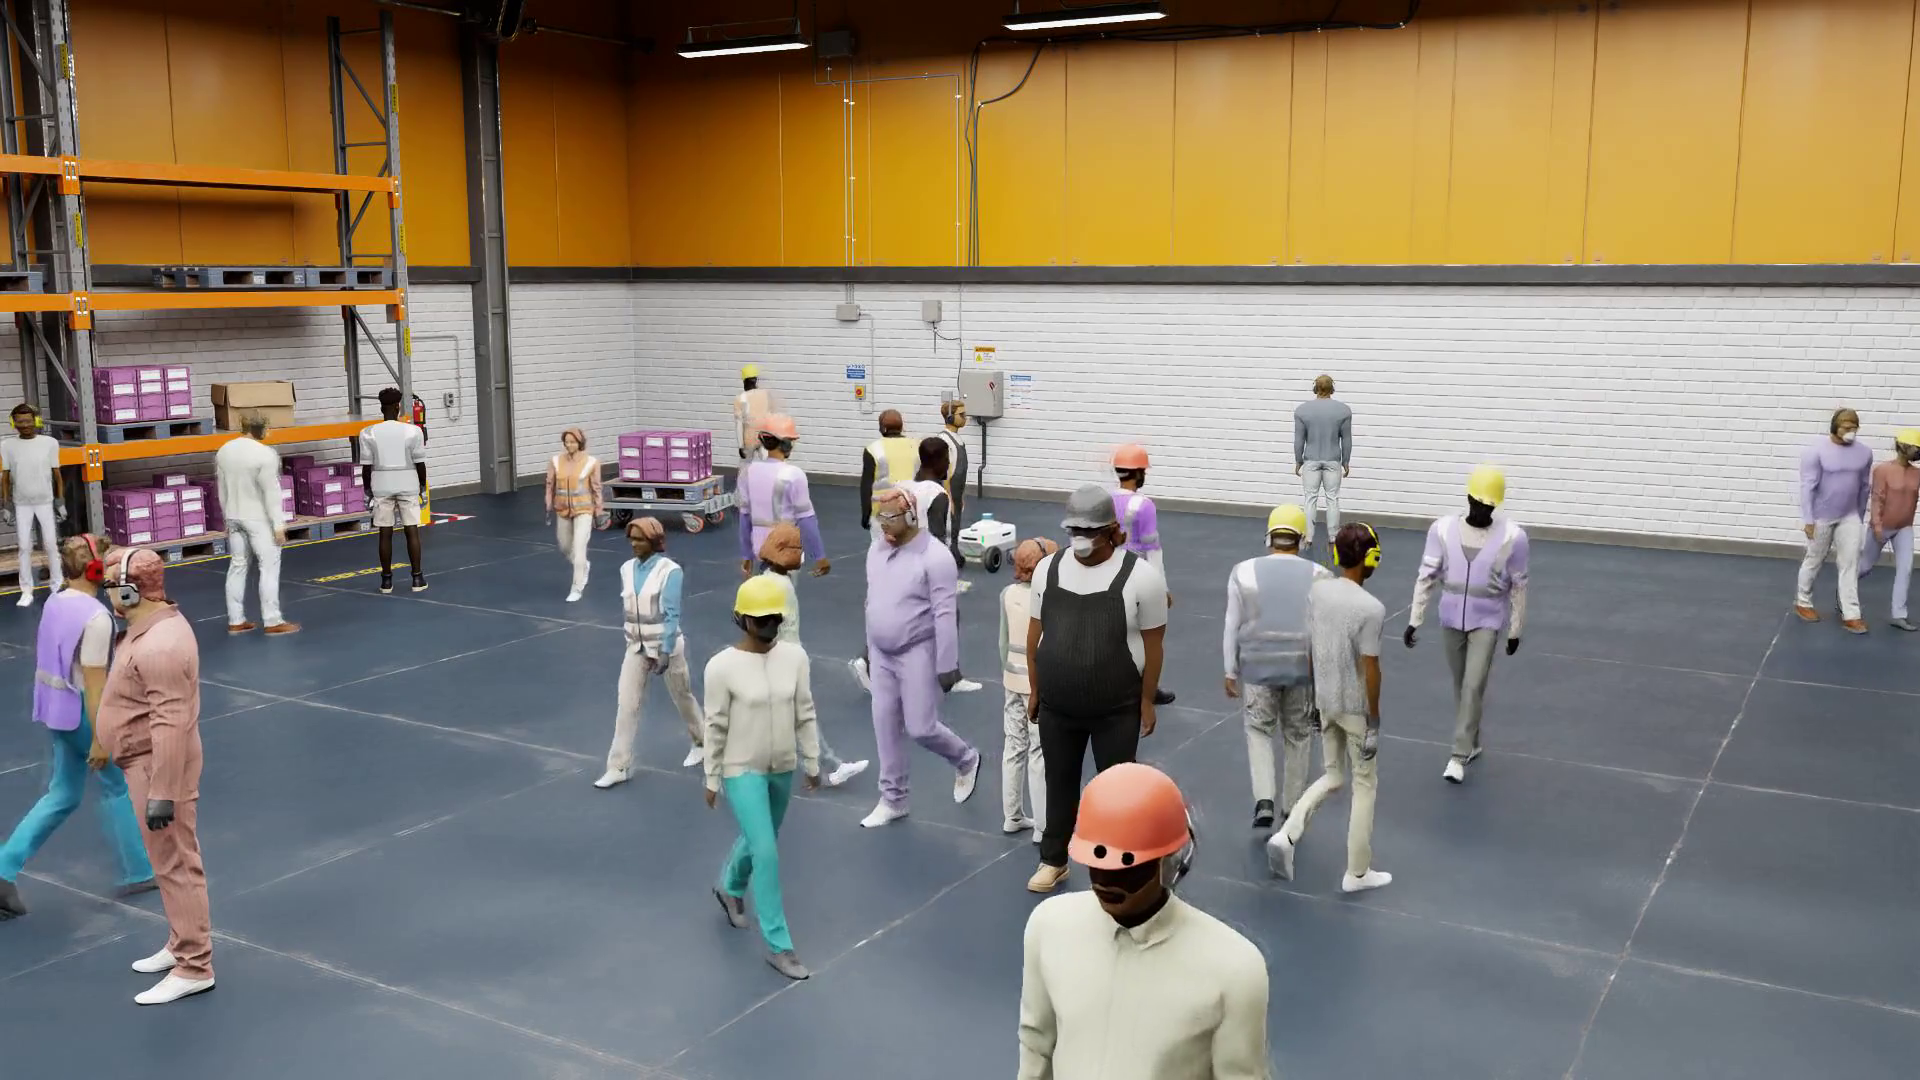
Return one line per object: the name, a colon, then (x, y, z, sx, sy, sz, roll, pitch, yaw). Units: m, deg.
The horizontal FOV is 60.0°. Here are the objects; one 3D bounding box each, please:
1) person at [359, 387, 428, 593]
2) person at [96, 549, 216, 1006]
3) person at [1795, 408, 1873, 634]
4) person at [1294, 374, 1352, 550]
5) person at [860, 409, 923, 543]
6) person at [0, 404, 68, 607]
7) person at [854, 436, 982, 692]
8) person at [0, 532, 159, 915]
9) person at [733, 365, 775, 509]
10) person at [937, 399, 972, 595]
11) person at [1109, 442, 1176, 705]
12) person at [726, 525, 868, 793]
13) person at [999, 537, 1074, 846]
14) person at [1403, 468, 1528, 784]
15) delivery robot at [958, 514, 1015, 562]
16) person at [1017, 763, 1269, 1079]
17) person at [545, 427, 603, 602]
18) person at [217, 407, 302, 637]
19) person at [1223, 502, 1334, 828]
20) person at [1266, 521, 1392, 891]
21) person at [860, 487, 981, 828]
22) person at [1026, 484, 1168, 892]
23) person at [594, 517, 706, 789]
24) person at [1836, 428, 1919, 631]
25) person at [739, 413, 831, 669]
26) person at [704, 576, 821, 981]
person: (-5.368, -0.471, 15.814, 0.603, 1.959, 0.377, -2, 9, -14)
person: (-3.375, 0.975, 6.964, 0.402, 1.902, 0.652, -4, 10, -26)
person: (7.485, -0.186, 14.232, 0.646, 1.903, 0.868, 0, 9, -2)
person: (3.975, -0.852, 18.258, 0.631, 1.940, 0.372, 2, 9, 11)
person: (-0.585, -0.267, 14.988, 0.630, 1.827, 0.531, -5, 10, -29)
person: (-8.462, -0.320, 15.200, 0.541, 1.861, 0.328, -4, 10, -24)
person: (-0.297, 0.197, 11.895, 0.876, 1.889, 0.597, -4, 10, -25)
person: (-4.236, 0.873, 7.905, 0.575, 1.816, 0.869, 8, 12, 39)
person: (-2.623, -1.281, 21.152, 0.608, 1.871, 1.006, -5, 11, -31)
person: (-0.064, -0.411, 15.796, 0.345, 1.847, 0.507, 2, 9, 11)
person: (1.104, 0.278, 11.364, 0.980, 1.898, 0.546, -5, 10, -29)
person: (-0.967, 0.705, 9.611, 0.860, 1.581, 0.528, -1, 9, -7)
person: (0.398, 0.800, 8.869, 0.312, 1.642, 0.512, -7, 11, -36)
person: (3.014, 0.505, 9.957, 0.624, 1.872, 0.948, 6, 11, 35)
delivery robot: (0.277, -0.030, 17.138, 0.477, 0.478, 0.707, 5, 10, 31)
person: (0.426, 1.442, 3.840, 0.625, 1.978, 0.674, 5, 10, 30)
person: (-3.584, -0.265, 15.588, 0.525, 1.614, 0.688, 2, 9, 11)
person: (-5.923, -0.144, 13.918, 0.694, 1.920, 0.399, 4, 10, 25)
person: (1.726, 0.705, 8.945, 0.616, 1.809, 0.550, 1, 9, 7)
person: (1.824, 0.827, 8.069, 0.608, 1.847, 0.531, -6, 11, -33)
person: (-0.255, 0.629, 9.209, 0.655, 1.884, 0.674, 9, 13, 43)
person: (0.617, 0.736, 8.029, 0.690, 2.000, 0.538, 4, 10, 23)
person: (-1.831, 0.644, 10.000, 0.513, 1.596, 0.889, 5, 10, 30)
person: (8.027, -0.131, 14.409, 0.540, 1.722, 0.844, -1, 9, -8)
person: (-1.239, 0.076, 12.210, 0.629, 2.016, 0.759, 8, 12, 42)
person: (-0.912, 0.990, 7.407, 0.530, 1.732, 0.873, -7, 12, -39)
